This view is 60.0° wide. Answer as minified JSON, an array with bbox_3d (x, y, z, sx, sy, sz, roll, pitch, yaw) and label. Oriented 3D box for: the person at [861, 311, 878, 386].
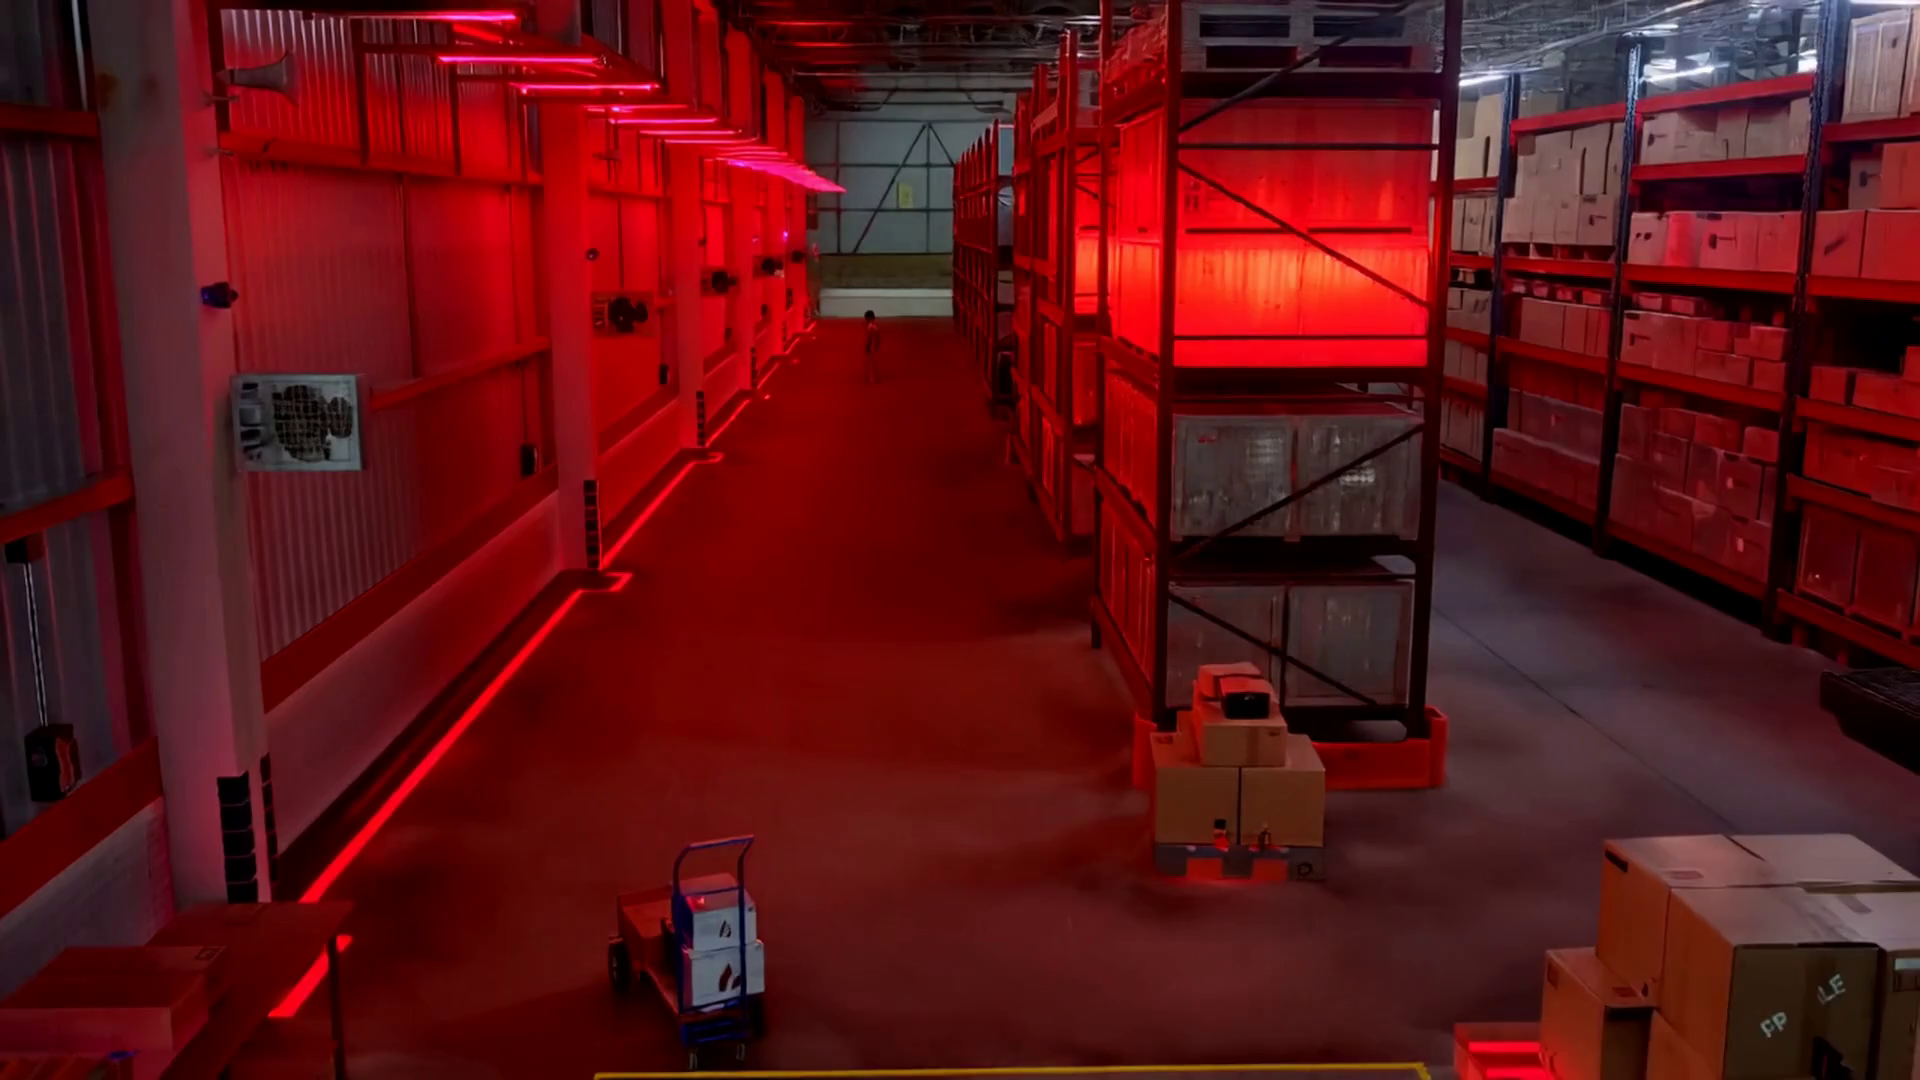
[{"bbox_3d":[-2.238,-4.748,41.258,0.429,1.842,0.636,0,11,-2],"label":"person"}]
